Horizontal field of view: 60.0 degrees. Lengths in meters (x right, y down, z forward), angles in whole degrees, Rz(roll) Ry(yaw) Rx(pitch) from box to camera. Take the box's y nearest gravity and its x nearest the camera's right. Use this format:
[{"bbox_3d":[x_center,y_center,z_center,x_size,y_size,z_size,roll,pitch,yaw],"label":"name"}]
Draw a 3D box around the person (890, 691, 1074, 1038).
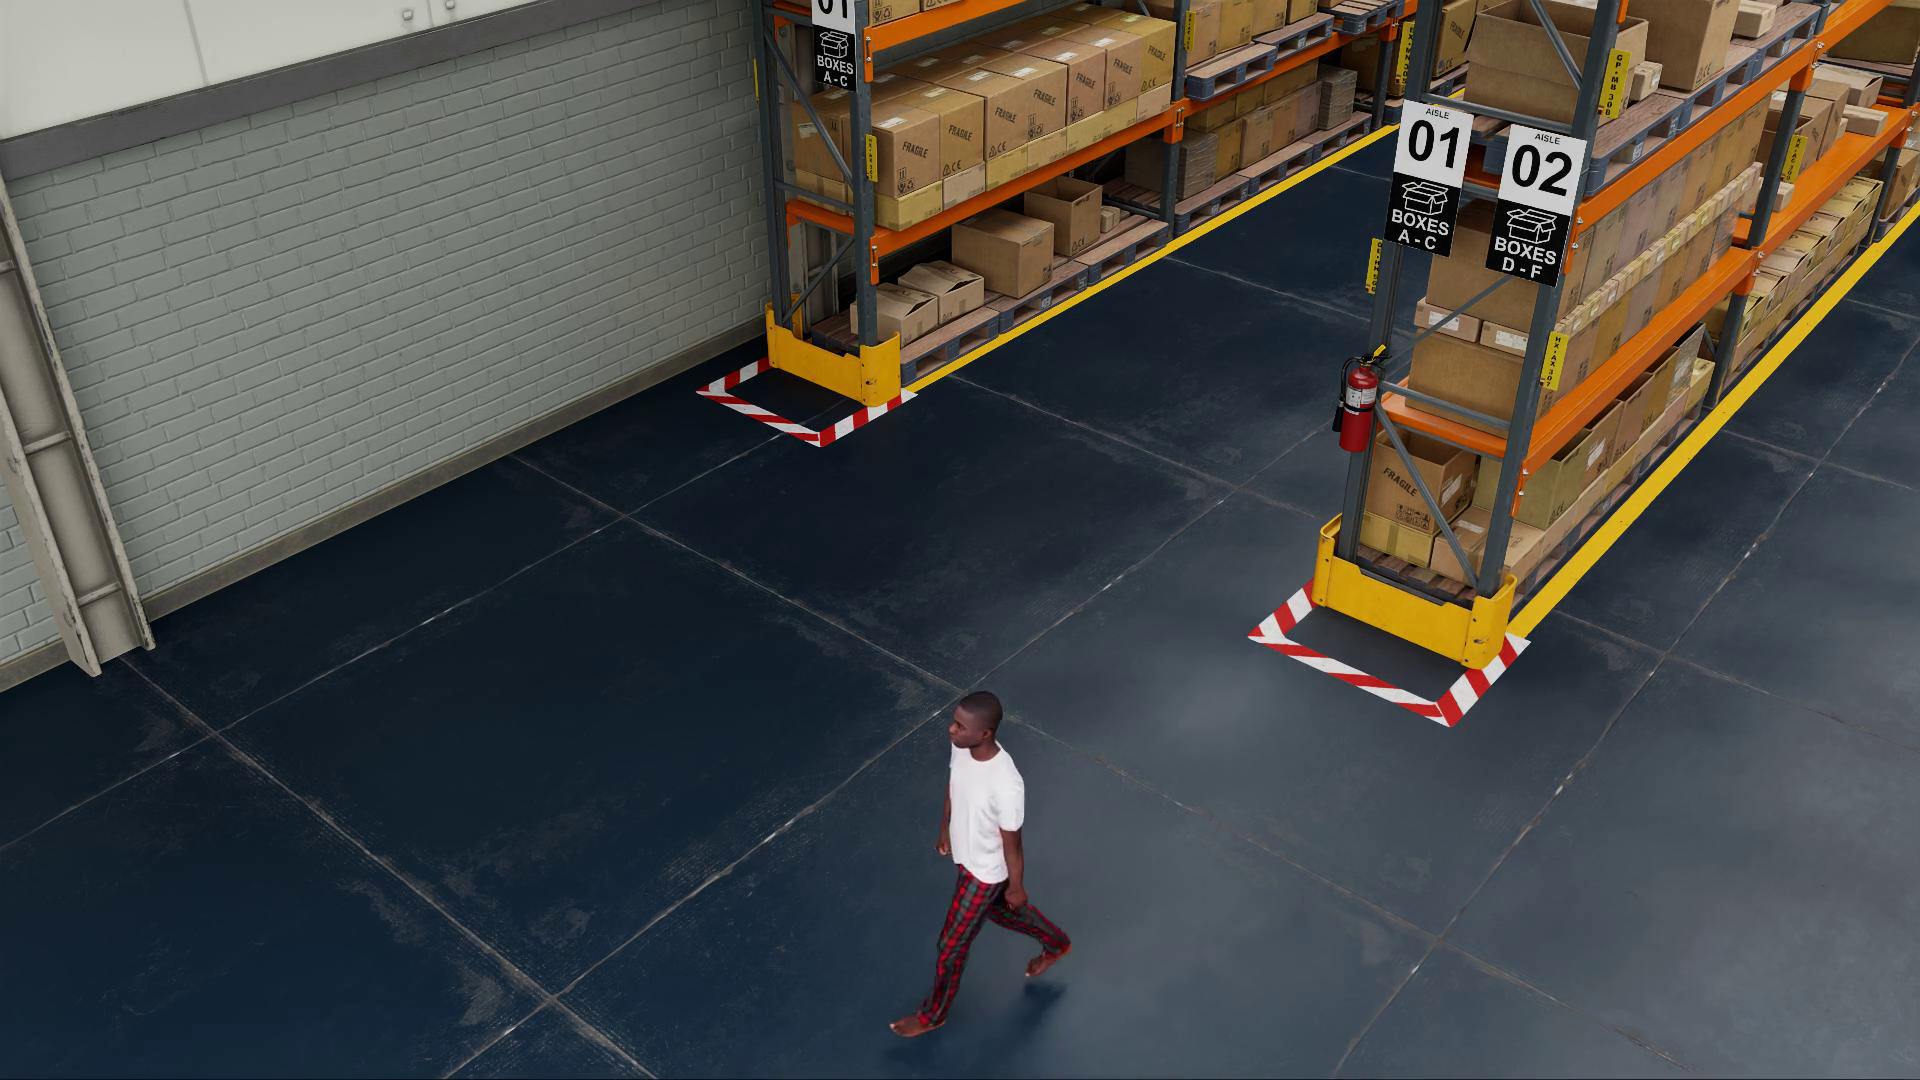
[{"bbox_3d":[0.185,1.382,7.274,1.287,1.792,1.045,-13,35,-19],"label":"person"}]
